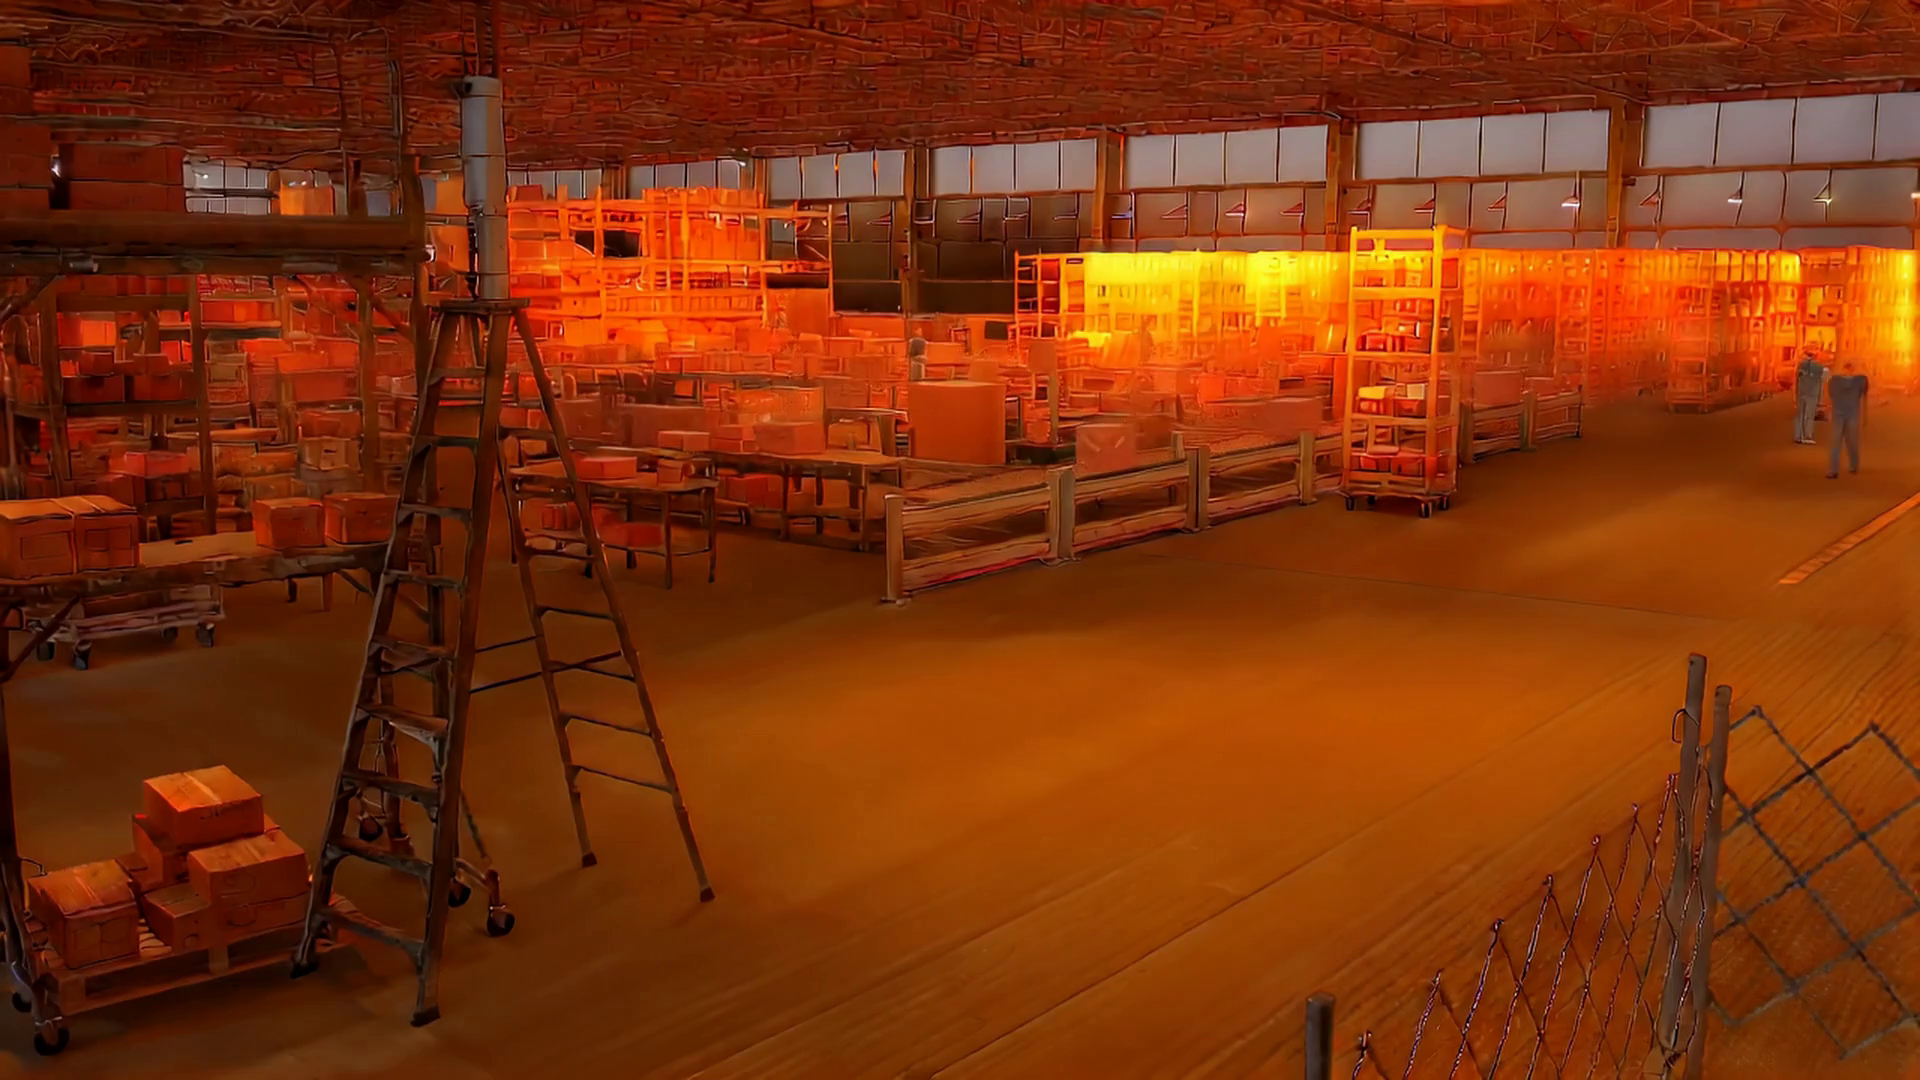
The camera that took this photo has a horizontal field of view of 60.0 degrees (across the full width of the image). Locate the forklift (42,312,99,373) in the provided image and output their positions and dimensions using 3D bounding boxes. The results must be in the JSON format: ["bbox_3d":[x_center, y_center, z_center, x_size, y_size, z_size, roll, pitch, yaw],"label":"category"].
[{"bbox_3d":[-23.779,-5.451,44.052,1.873,2.768,1.129,7,11,36],"label":"forklift"}]

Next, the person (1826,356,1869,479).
[{"bbox_3d":[13.213,-1.833,24.775,0.579,1.819,0.791,9,13,44],"label":"person"}]

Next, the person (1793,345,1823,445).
[{"bbox_3d":[15.099,-2.577,29.585,0.522,1.769,0.310,-2,9,-14],"label":"person"}]

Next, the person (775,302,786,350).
[{"bbox_3d":[-6.244,-7.273,58.027,0.394,2.044,0.609,1,9,9],"label":"person"}]

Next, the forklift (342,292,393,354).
[{"bbox_3d":[-16.485,-5.622,45.120,1.129,2.768,1.873,7,11,37],"label":"forklift"}]

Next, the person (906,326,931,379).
[{"bbox_3d":[-0.969,-4.048,38.580,0.591,1.826,0.403,-4,10,-26],"label":"person"}]

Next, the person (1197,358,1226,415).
[{"bbox_3d":[4.204,-2.230,27.827,0.501,1.633,0.282,-2,9,-13],"label":"person"}]

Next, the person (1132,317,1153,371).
[{"bbox_3d":[4.676,-4.816,43.119,0.652,1.906,0.403,0,9,0],"label":"person"}]

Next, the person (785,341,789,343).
[{"bbox_3d":[-7.420,-9.284,70.942,0.504,1.924,0.606,7,11,35],"label":"person"}]

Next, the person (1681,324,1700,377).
[{"bbox_3d":[18.762,-4.771,42.693,0.966,1.946,0.648,8,12,40],"label":"person"}]

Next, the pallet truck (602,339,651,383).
[{"bbox_3d":[-8.991,-4.871,45.351,0.653,1.274,1.630,7,11,37],"label":"pallet truck"}]

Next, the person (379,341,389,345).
[{"bbox_3d":[-17.529,-5.878,50.315,0.538,1.721,0.888,6,11,34],"label":"person"}]

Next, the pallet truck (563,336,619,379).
[{"bbox_3d":[-10.690,-5.294,48.215,1.601,1.201,0.680,-5,10,-26],"label":"pallet truck"}]

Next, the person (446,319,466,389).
[{"bbox_3d":[-12.830,-4.735,42.759,1.026,1.855,0.664,-2,9,-13],"label":"person"}]
